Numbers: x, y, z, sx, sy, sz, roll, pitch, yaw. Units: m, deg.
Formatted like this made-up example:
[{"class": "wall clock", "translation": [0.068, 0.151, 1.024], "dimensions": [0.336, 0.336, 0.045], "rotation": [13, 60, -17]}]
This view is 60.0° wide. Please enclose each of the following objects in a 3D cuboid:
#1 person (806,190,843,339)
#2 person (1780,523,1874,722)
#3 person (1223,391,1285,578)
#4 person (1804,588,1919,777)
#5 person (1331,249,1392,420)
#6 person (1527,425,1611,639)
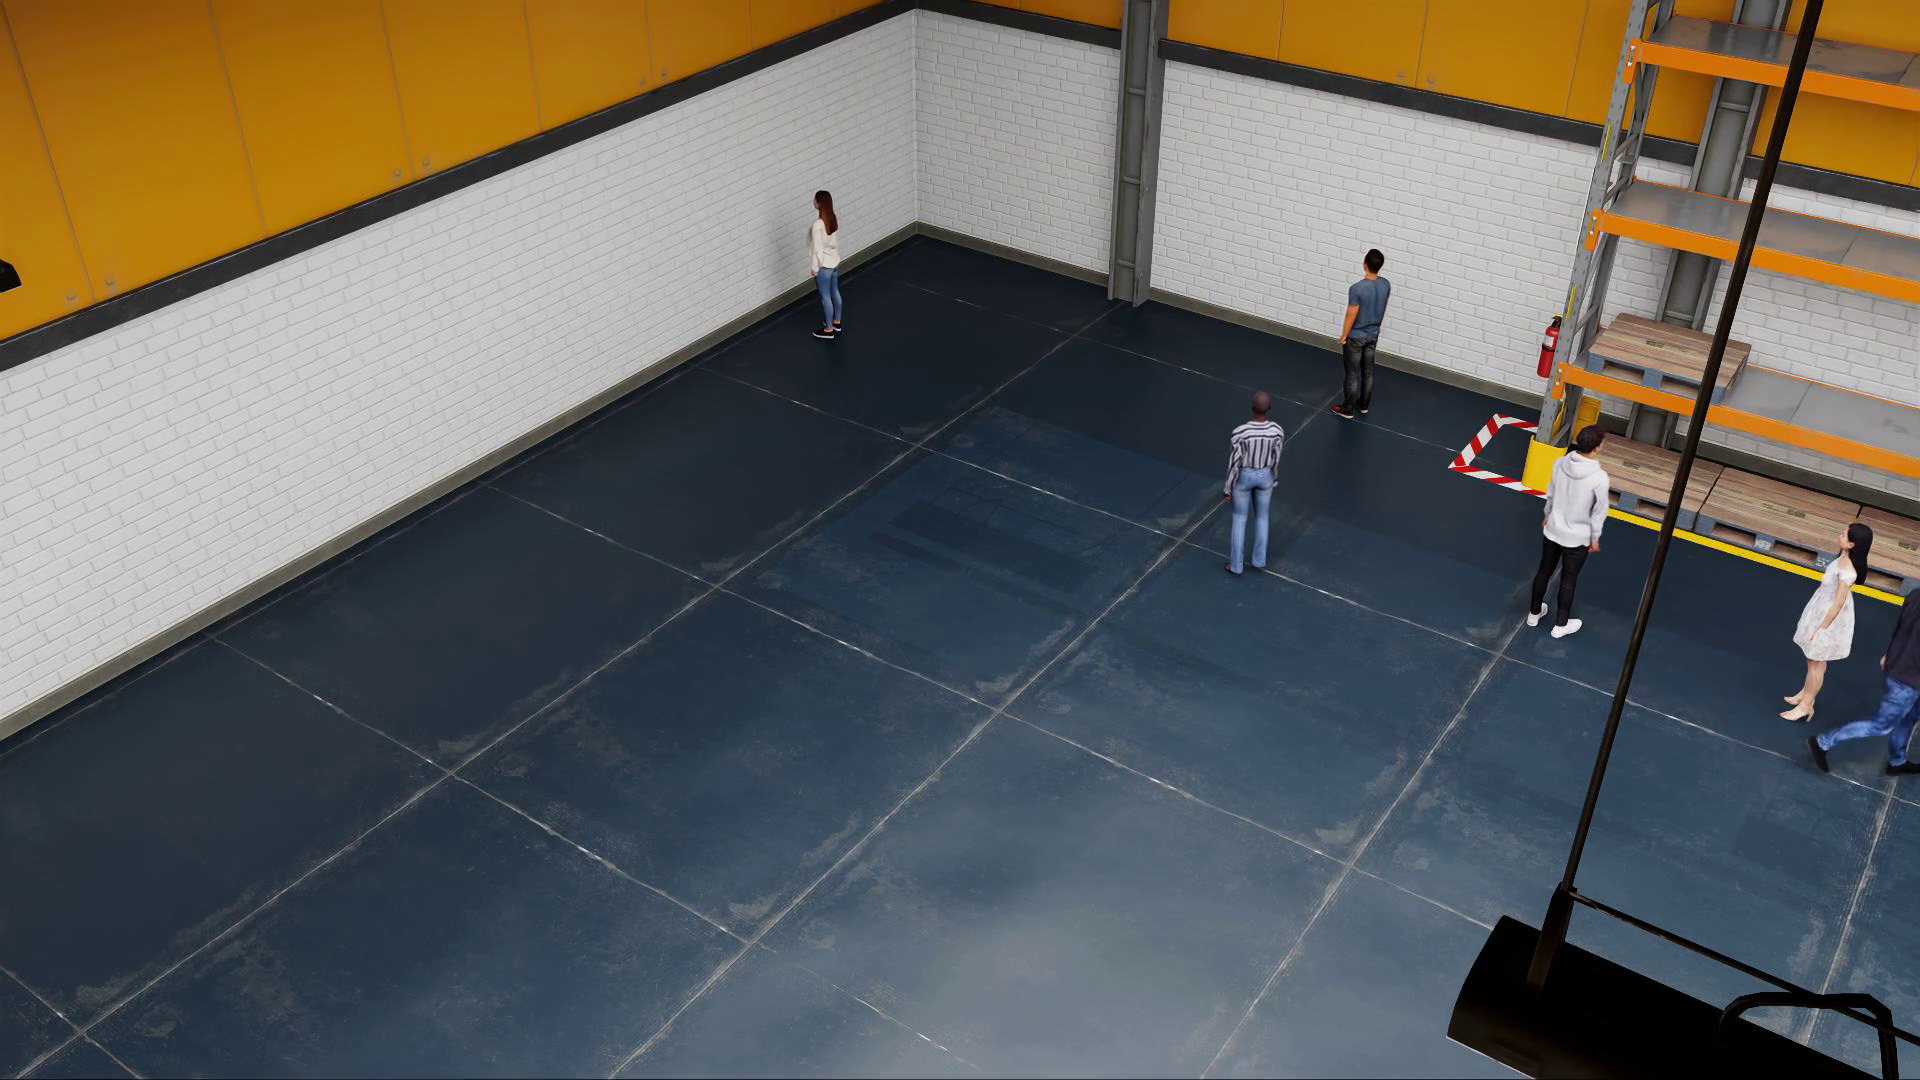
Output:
[{"class": "person", "translation": [-1.476, -3.049, 18.336], "dimensions": [0.594, 1.692, 0.655], "rotation": [15, 36, 21]}, {"class": "person", "translation": [6.637, 0.628, 12.730], "dimensions": [0.628, 1.775, 0.646], "rotation": [19, 38, 27]}, {"class": "person", "translation": [2.527, -0.477, 14.375], "dimensions": [0.708, 1.795, 0.760], "rotation": [-7, 34, -10]}, {"class": "person", "translation": [6.811, 0.989, 12.130], "dimensions": [1.271, 1.837, 1.021], "rotation": [9, 35, 13]}, {"class": "person", "translation": [4.068, -2.086, 16.780], "dimensions": [0.725, 1.810, 0.706], "rotation": [-17, 37, -23]}, {"class": "person", "translation": [4.996, -0.082, 13.659], "dimensions": [0.791, 1.929, 0.615], "rotation": [-26, 42, -33]}]
